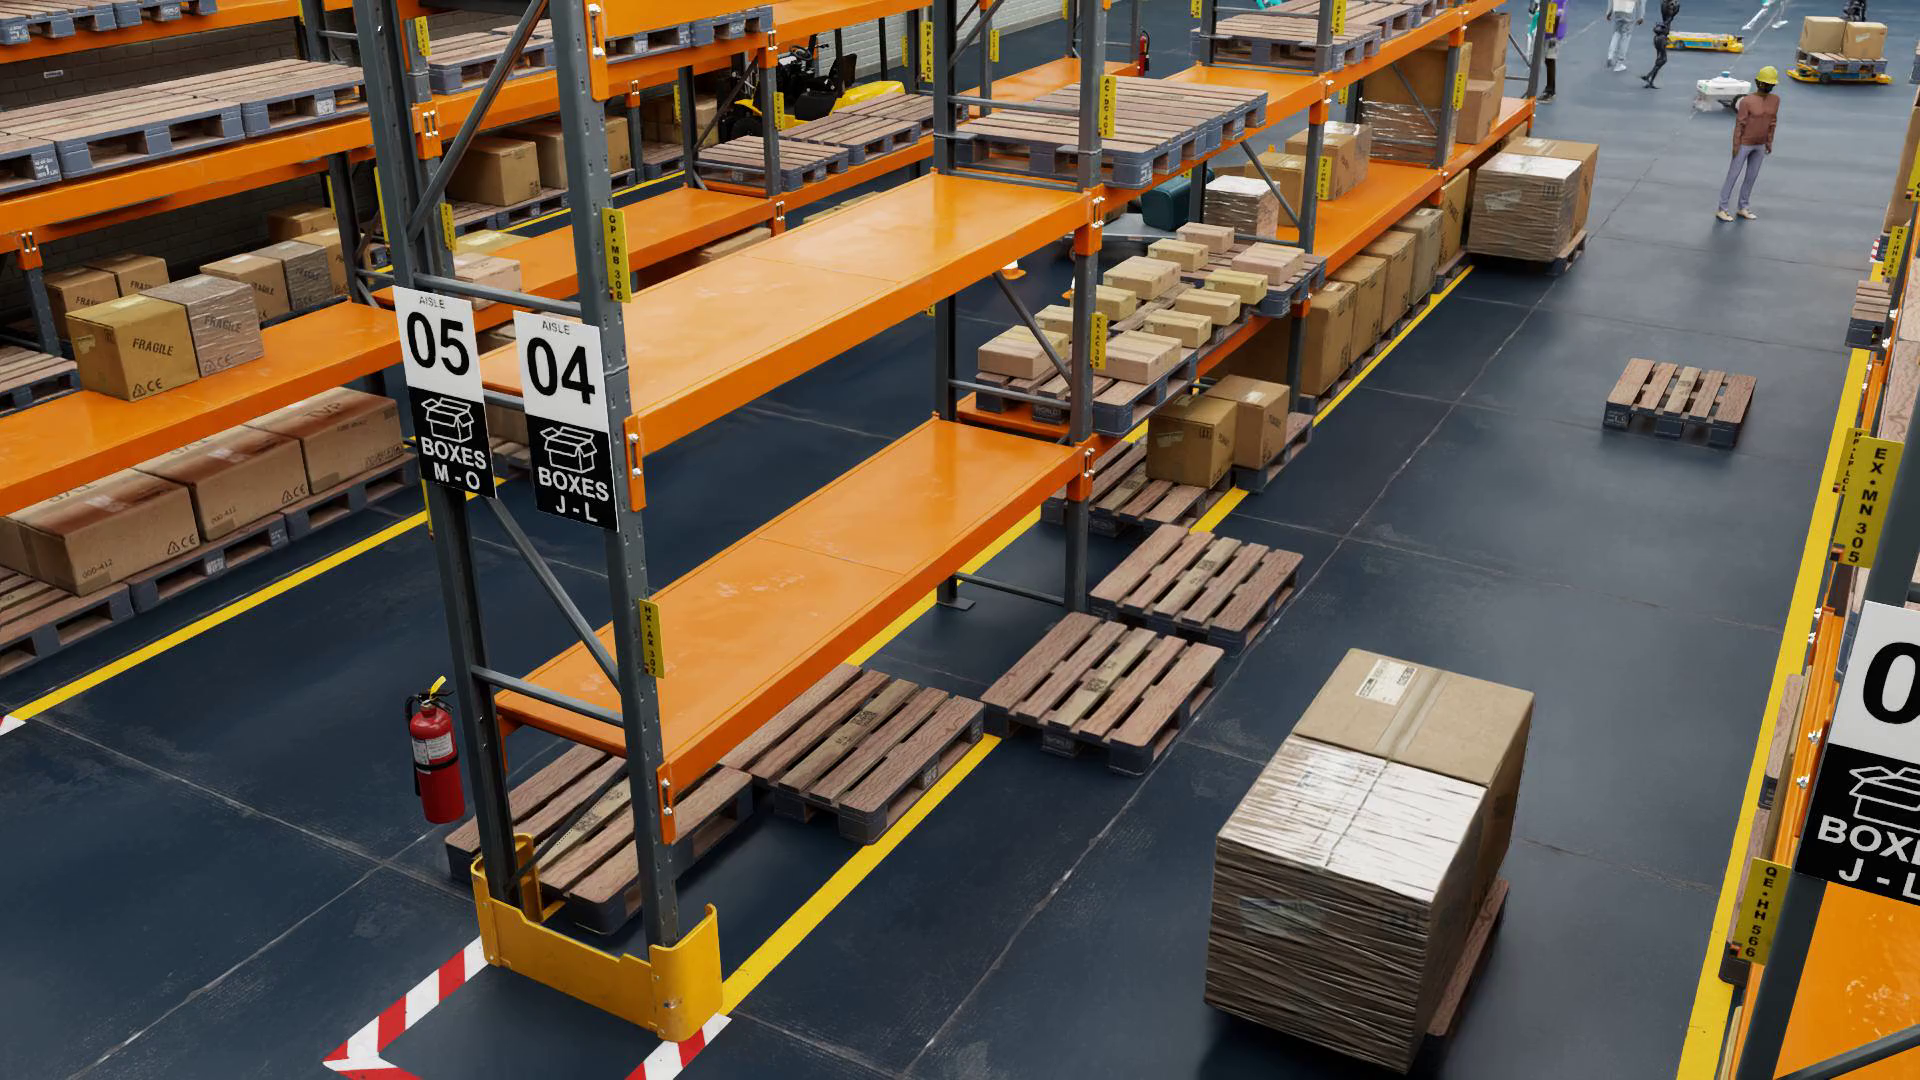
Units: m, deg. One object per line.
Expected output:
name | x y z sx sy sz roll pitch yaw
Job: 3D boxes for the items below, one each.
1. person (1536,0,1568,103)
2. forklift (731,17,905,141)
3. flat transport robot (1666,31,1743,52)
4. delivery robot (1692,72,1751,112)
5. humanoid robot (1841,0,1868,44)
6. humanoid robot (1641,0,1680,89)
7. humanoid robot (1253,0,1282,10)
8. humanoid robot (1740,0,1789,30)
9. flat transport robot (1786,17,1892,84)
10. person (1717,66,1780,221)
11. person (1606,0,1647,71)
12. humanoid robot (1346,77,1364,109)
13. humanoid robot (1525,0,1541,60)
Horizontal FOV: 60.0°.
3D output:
person | 9.077 -7.707 25.456 0.370 1.926 0.716 10 28 20
forklift | -1.819 -5.975 21.543 2.313 2.155 1.214 14 29 26
flat transport robot | 13.352 -8.998 30.038 1.431 0.231 0.659 10 27 20
delivery robot | 11.452 -6.733 24.970 0.739 0.566 0.499 0 26 0
humanoid robot | 15.249 -8.977 28.393 0.608 1.633 0.448 -19 31 -33
humanoid robot | 11.147 -8.004 26.352 0.365 1.635 0.613 7 27 14
humanoid robot | 5.672 -10.093 30.652 0.959 1.757 0.550 -10 27 -19
humanoid robot | 15.553 -10.590 31.723 1.018 1.773 0.532 0 26 -1
flat transport robot | 14.388 -7.645 27.228 1.431 0.231 0.659 2 26 5
person | 9.077 -4.528 19.042 0.516 1.759 0.343 -7 27 -15
person | 11.134 -8.819 27.778 0.611 1.904 0.458 23 34 39
humanoid robot | 5.948 -7.188 24.649 0.326 1.654 0.599 -3 26 -6
humanoid robot | 10.035 -9.146 28.786 0.539 1.862 0.836 -2 26 -4
